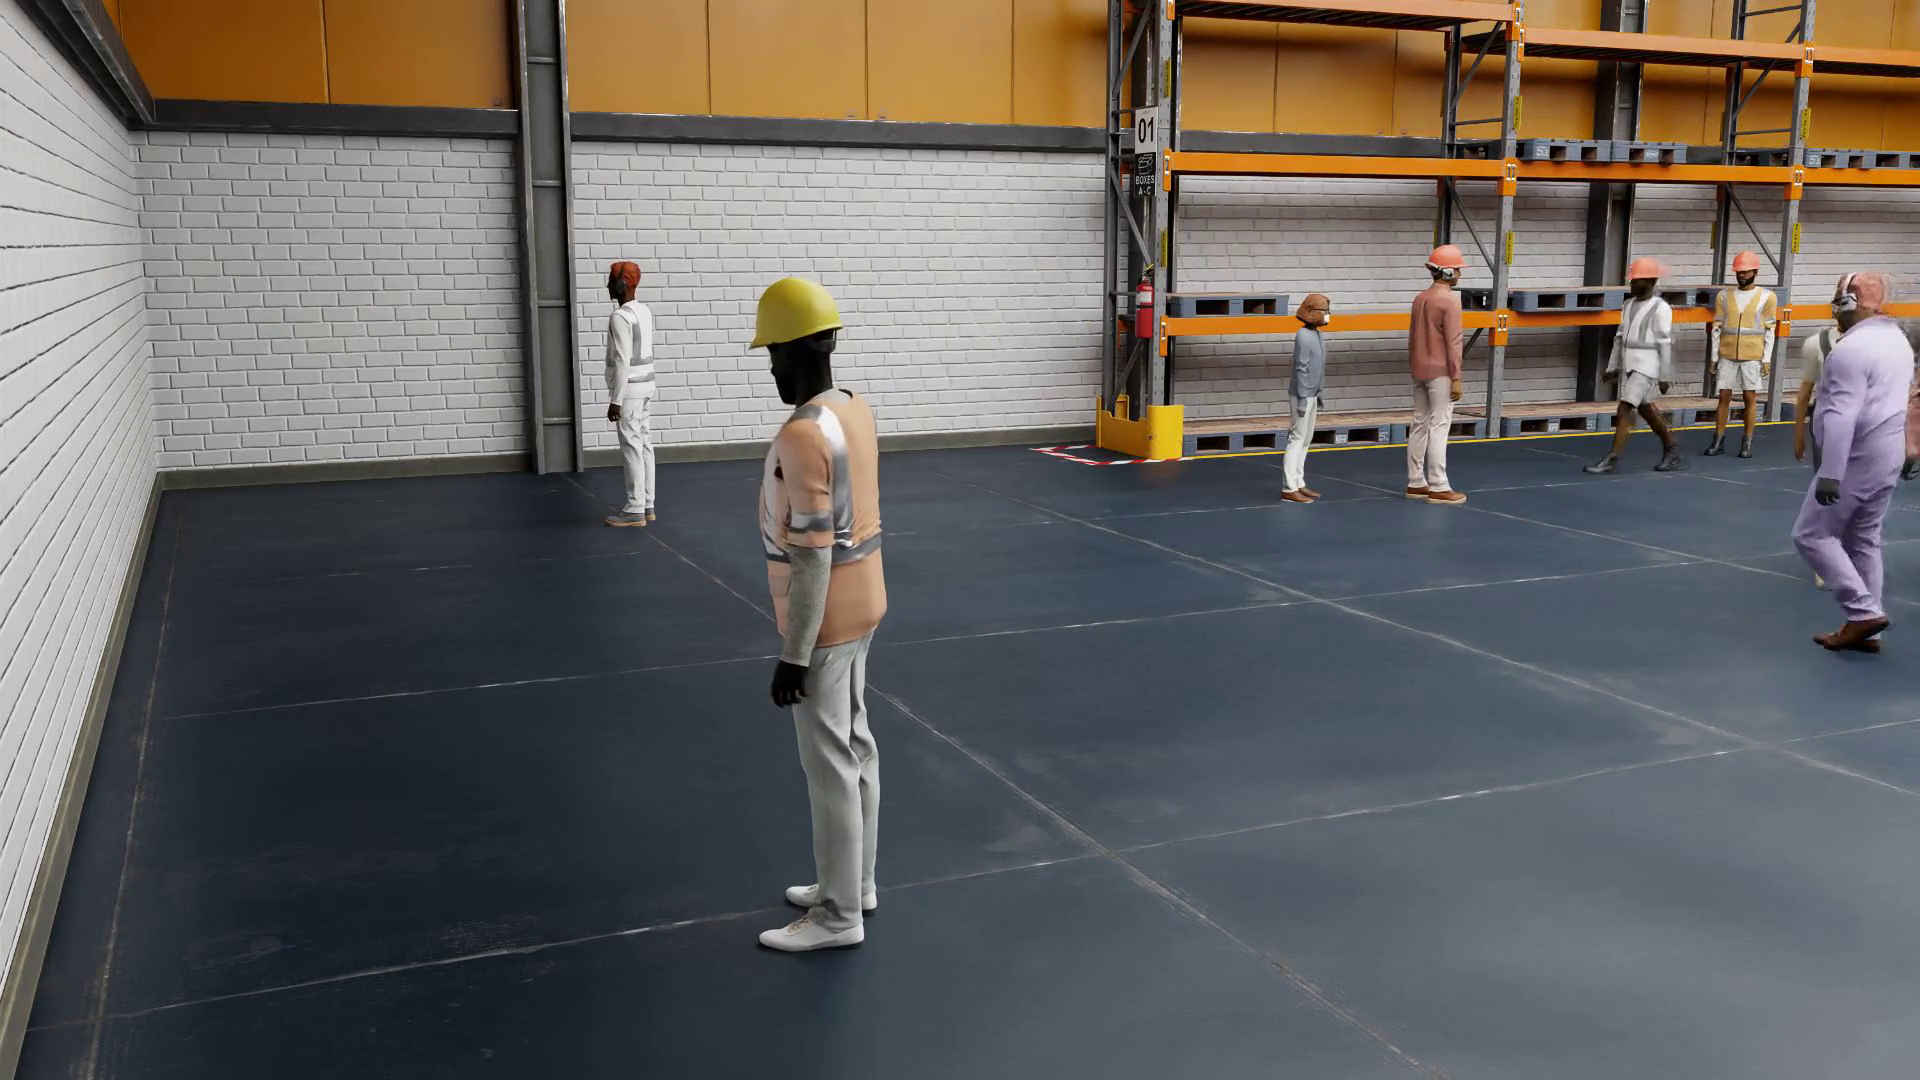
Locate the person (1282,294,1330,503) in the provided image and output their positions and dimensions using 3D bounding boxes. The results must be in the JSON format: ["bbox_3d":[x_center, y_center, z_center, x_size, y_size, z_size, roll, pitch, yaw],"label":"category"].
[{"bbox_3d":[2.710,-1.105,12.985,0.304,1.625,0.499,5,11,24],"label":"person"}]

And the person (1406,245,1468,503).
[{"bbox_3d":[3.722,-1.287,12.953,0.387,1.996,0.611,-3,11,-15],"label":"person"}]

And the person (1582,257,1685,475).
[{"bbox_3d":[5.974,-1.507,14.496,0.996,1.900,0.540,-2,10,-9],"label":"person"}]

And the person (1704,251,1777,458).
[{"bbox_3d":[7.327,-1.734,15.610,0.548,1.937,0.379,8,13,38],"label":"person"}]

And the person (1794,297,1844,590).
[{"bbox_3d":[5.265,-0.651,9.958,0.502,1.812,0.916,3,11,14],"label":"person"}]

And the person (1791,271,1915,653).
[{"bbox_3d":[4.371,-0.364,8.140,0.705,1.874,0.427,-9,14,-42],"label":"person"}]

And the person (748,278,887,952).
[{"bbox_3d":[-0.412,0.223,4.752,0.383,1.921,0.585,2,10,11],"label":"person"}]

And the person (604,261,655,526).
[{"bbox_3d":[-2.364,-1.038,11.880,0.355,1.885,0.575,1,10,8],"label":"person"}]

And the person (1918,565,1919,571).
[{"bbox_3d":[6.045,-0.723,9.979,0.372,1.939,0.631,1,10,7],"label":"person"}]

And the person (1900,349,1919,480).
[{"bbox_3d":[5.331,-0.467,8.718,0.708,1.873,0.446,9,14,42],"label":"person"}]
